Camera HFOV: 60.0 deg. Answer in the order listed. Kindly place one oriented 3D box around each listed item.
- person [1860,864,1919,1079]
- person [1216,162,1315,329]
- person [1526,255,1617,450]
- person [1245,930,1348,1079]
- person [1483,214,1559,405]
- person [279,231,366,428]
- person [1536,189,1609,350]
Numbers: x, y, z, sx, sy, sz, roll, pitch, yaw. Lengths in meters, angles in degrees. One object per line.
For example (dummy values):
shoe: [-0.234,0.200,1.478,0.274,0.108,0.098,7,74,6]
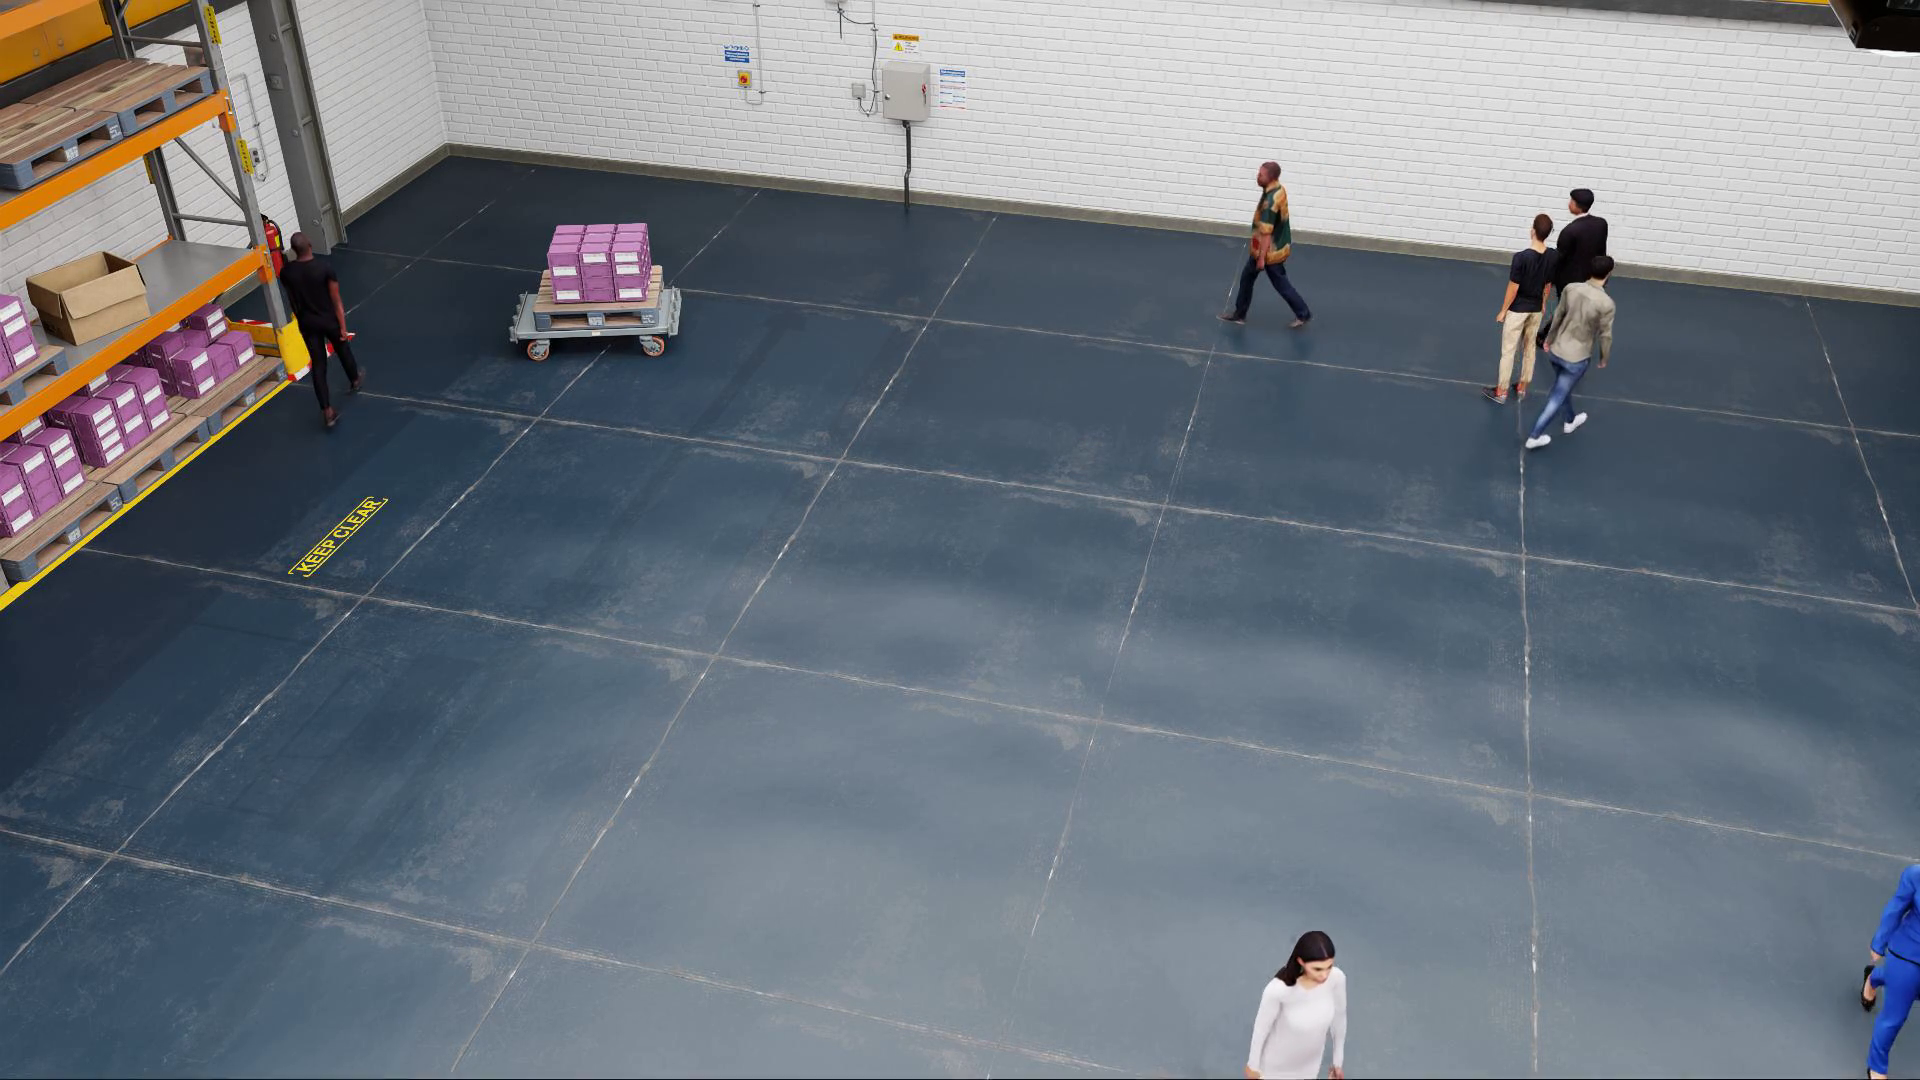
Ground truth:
person: [5.241,2.214,9.119,0.726,1.672,1.106,4,34,6]
person: [3.207,-2.916,16.753,0.794,1.764,1.172,6,34,9]
person: [5.344,-1.607,14.730,1.162,1.823,1.093,-20,39,-28]
person: [1.654,2.577,8.460,0.737,1.797,0.772,-12,35,-17]
person: [5.273,-2.152,15.518,0.708,1.859,0.714,-10,35,-15]
person: [-5.873,-1.890,15.209,0.935,1.765,1.288,-2,34,-2]
person: [5.963,-2.438,15.969,1.154,1.837,1.230,-14,36,-20]
